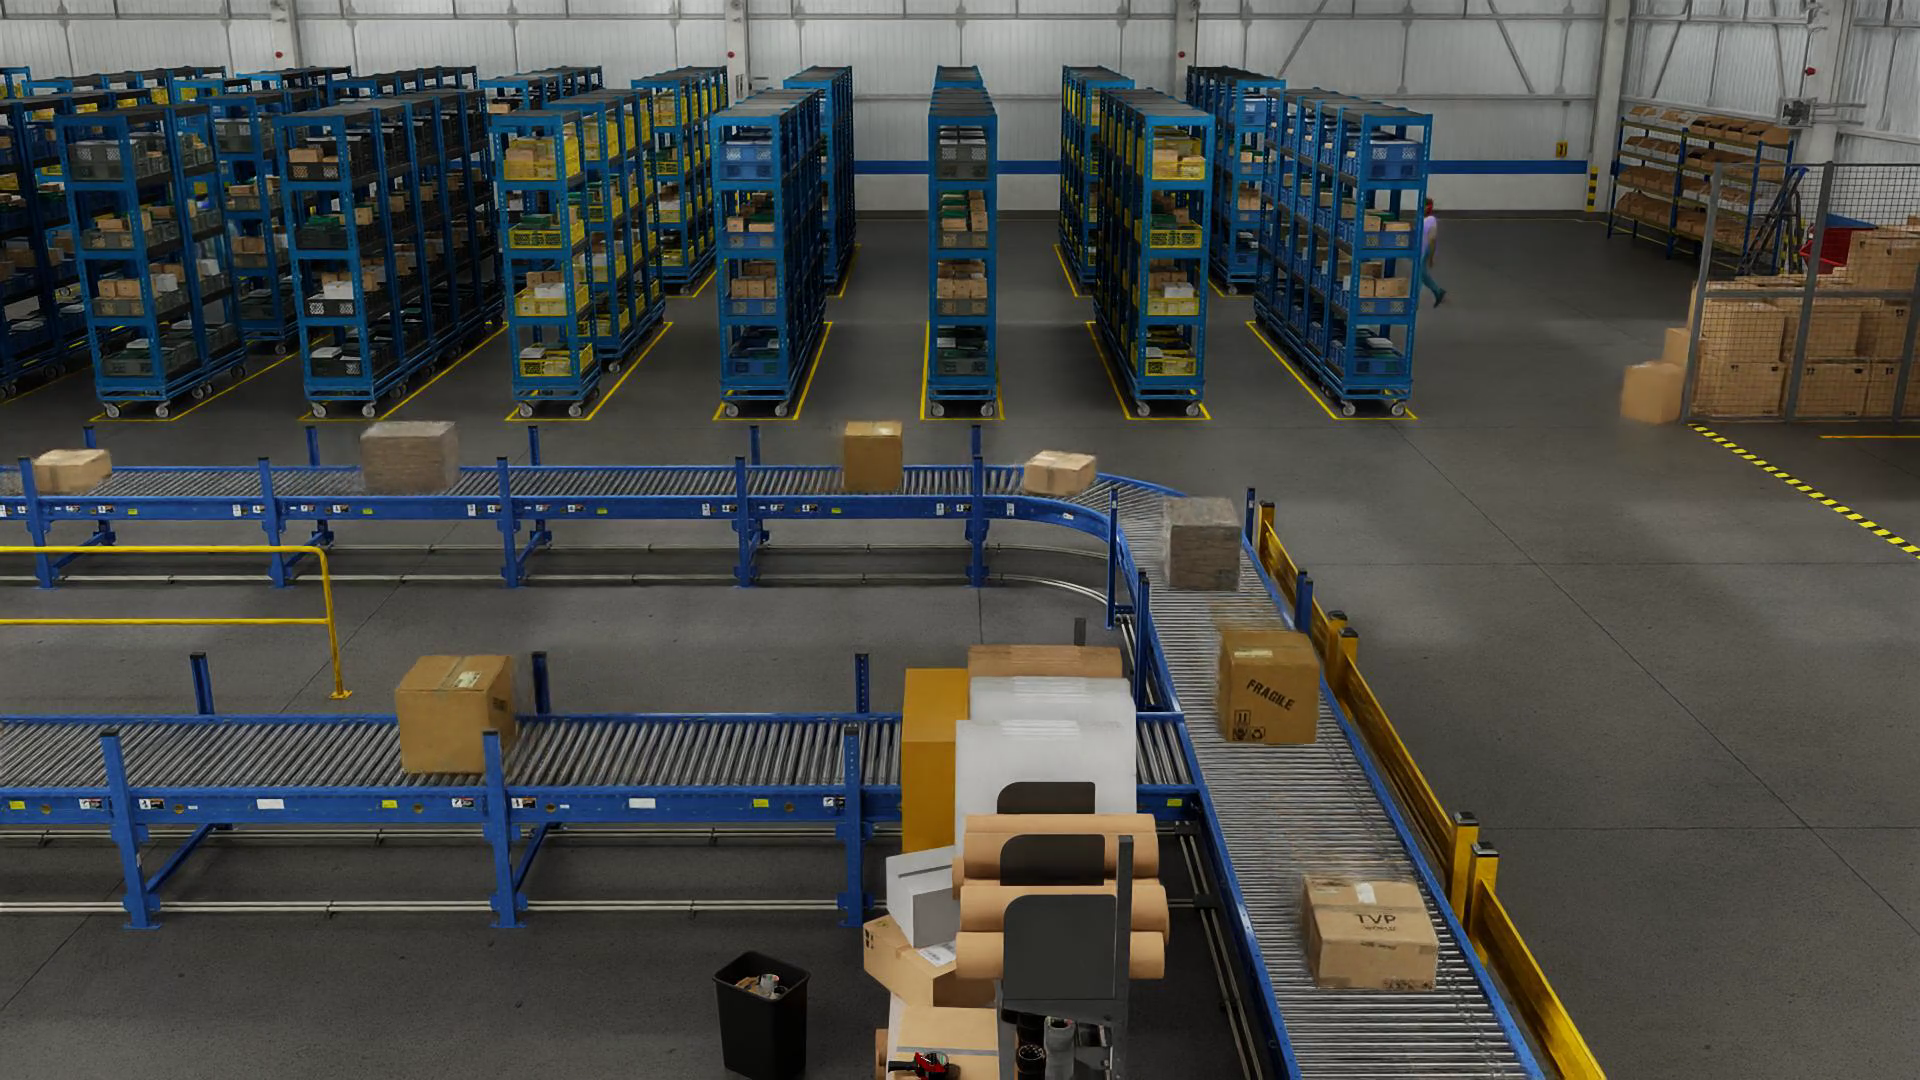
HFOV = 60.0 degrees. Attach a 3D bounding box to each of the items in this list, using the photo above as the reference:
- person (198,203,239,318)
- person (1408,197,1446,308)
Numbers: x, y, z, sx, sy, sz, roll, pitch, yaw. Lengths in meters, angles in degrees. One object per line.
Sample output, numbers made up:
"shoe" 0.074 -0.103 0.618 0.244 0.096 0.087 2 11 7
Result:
"person" -11.402 -4.281 25.792 0.687 1.882 0.998 -11 21 -30
"person" 7.567 -4.650 27.006 0.776 1.825 0.583 -3 18 -8
